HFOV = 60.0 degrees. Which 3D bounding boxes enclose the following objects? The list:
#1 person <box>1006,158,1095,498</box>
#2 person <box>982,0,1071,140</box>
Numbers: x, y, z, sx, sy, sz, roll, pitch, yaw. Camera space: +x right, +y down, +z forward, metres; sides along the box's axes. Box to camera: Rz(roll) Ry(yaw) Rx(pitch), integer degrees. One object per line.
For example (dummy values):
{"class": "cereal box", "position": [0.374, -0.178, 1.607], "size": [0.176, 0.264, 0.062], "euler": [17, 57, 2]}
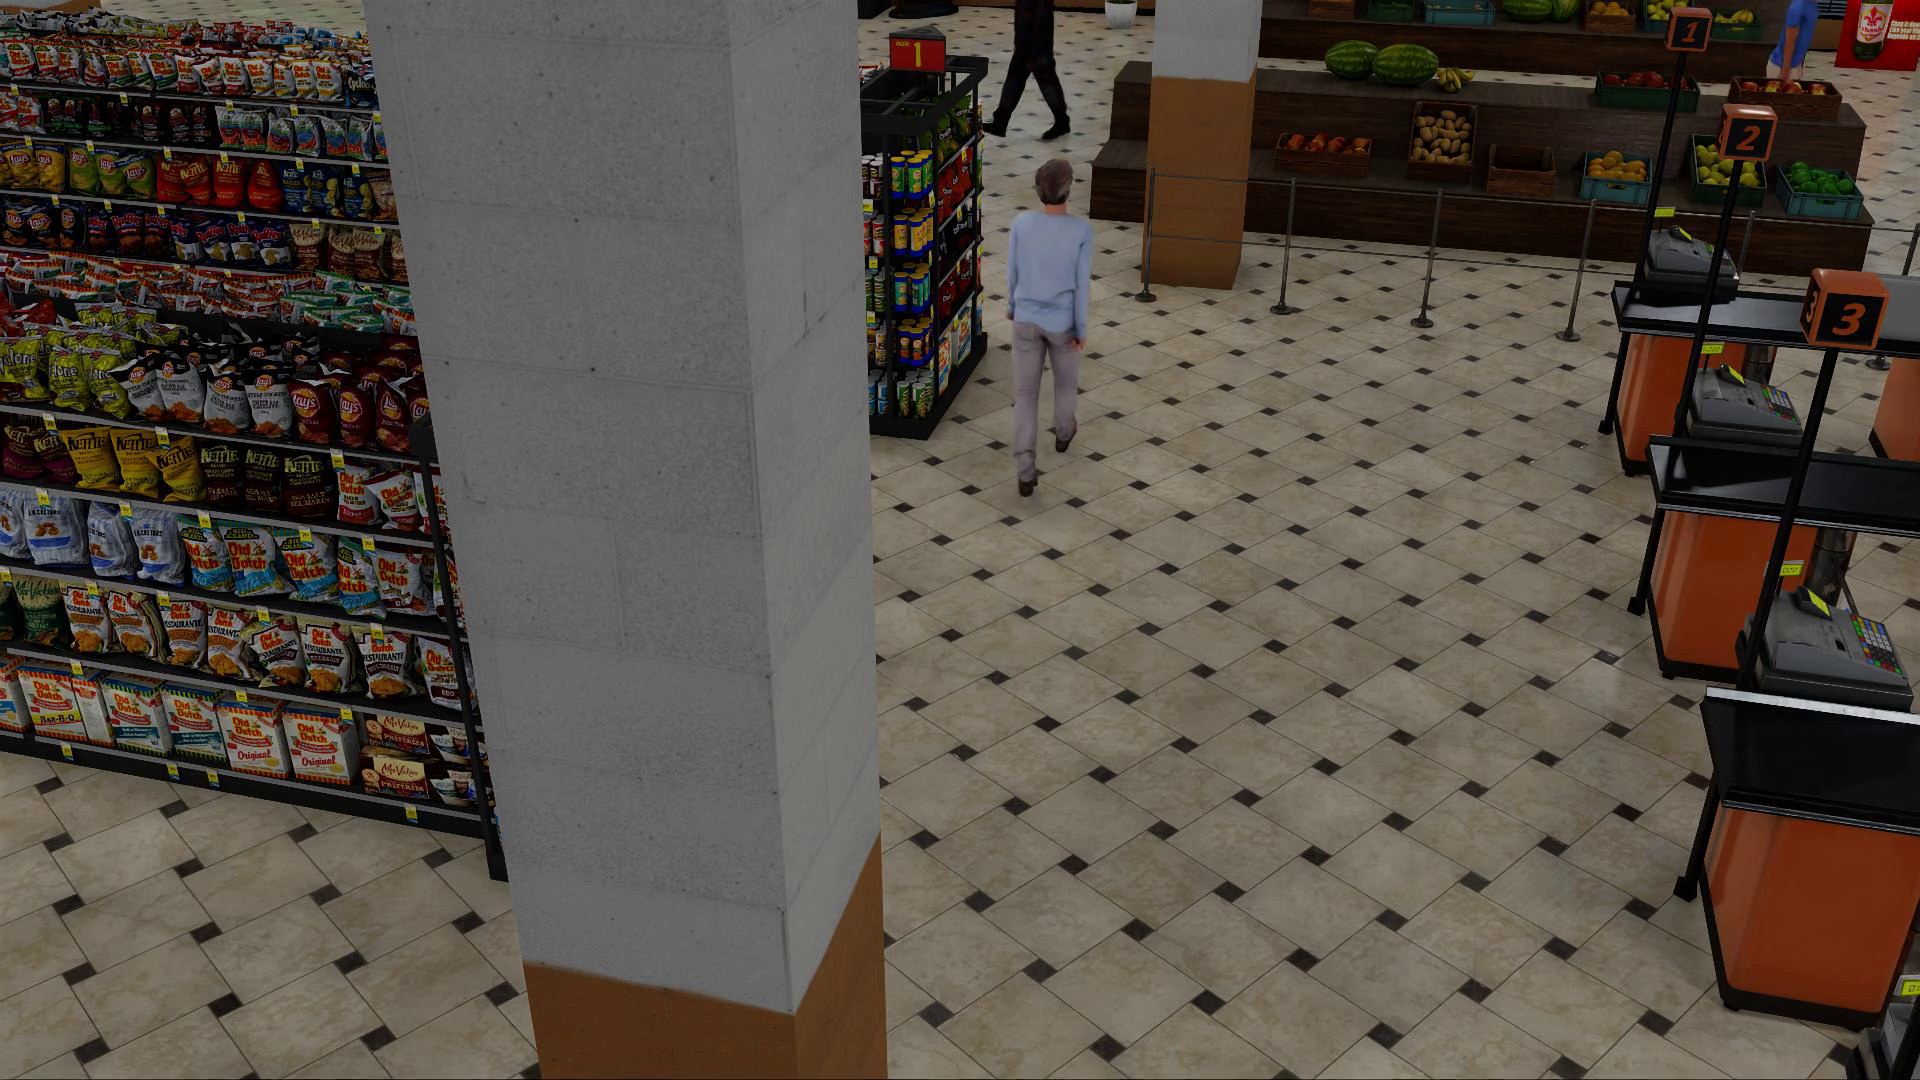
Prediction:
{"class": "person", "position": [0.458, -1.142, 9.276], "size": [1.188, 1.847, 0.789], "euler": [5, 29, 10]}
{"class": "person", "position": [0.806, -4.706, 15.869], "size": [1.281, 1.785, 1.182], "euler": [-13, 31, -23]}
